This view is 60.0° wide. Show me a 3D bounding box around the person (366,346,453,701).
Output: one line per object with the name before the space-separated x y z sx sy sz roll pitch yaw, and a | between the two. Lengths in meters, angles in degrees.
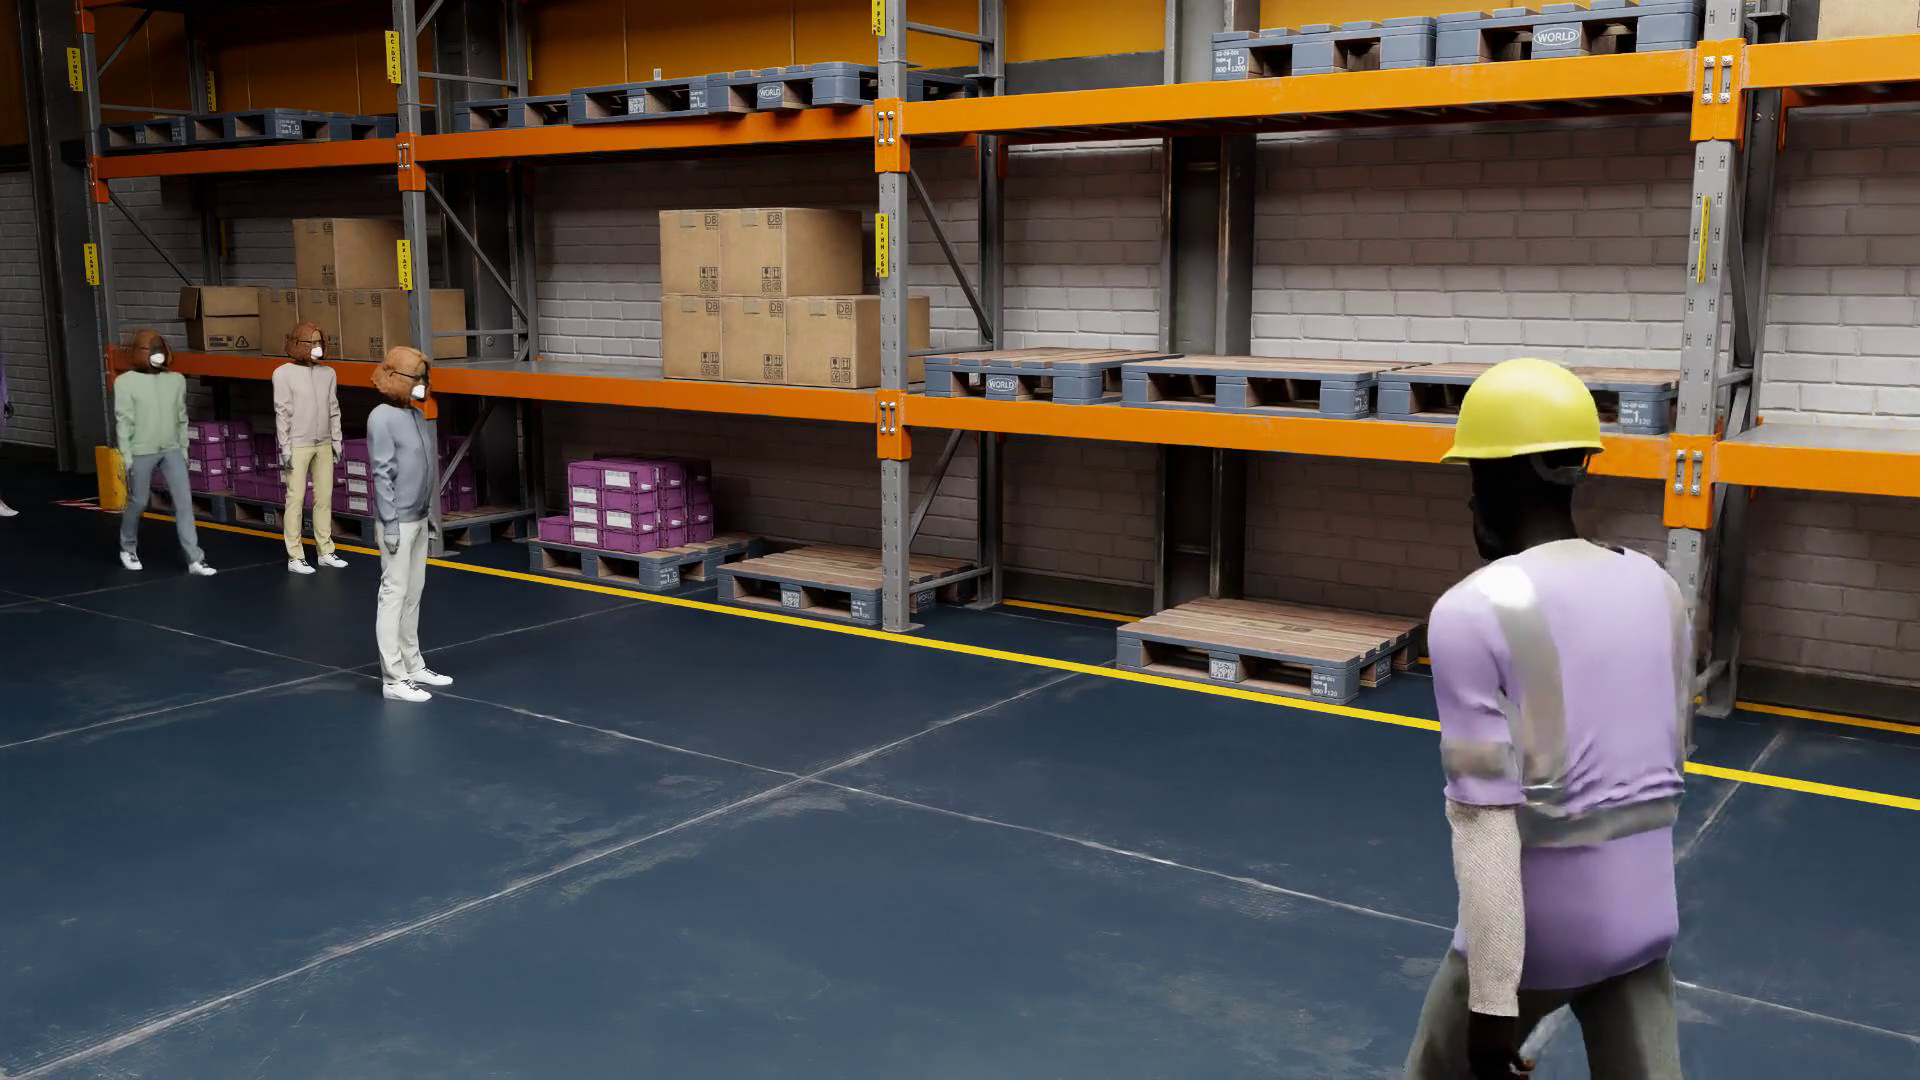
person | -2.566 -0.081 7.729 0.279 1.633 0.498 1 10 4

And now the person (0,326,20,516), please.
person | -7.677 -1.096 12.968 0.403 1.906 0.652 3 10 19

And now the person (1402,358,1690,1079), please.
person | 0.998 0.627 2.868 0.595 1.851 1.066 -5 11 -26

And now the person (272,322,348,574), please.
person | -4.238 -0.599 10.845 0.276 1.629 0.497 5 11 29

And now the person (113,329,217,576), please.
person | -5.219 -0.570 10.769 0.828 1.593 0.513 7 12 36
